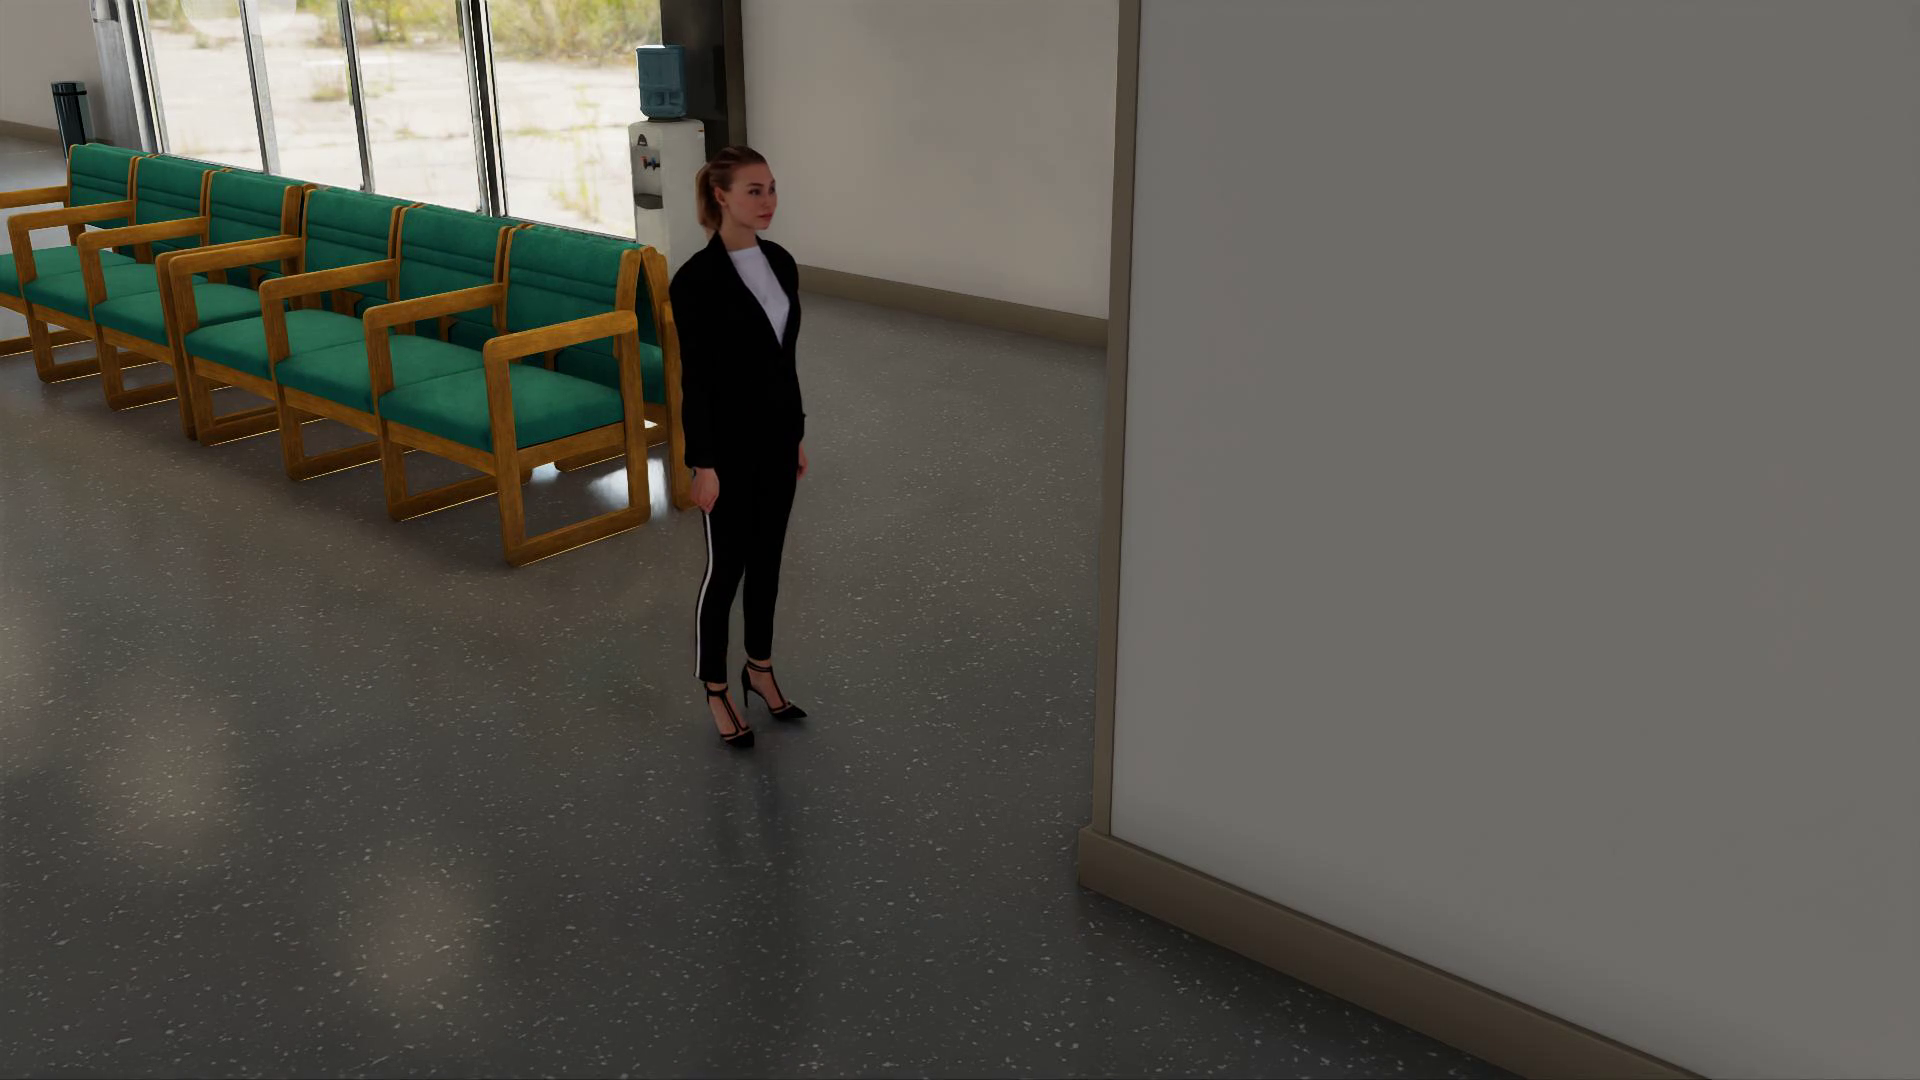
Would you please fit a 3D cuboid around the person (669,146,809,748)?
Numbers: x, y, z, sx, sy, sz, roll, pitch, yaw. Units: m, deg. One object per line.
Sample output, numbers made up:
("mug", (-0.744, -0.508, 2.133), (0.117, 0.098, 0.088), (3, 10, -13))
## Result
("person", (-0.605, -0.247, 4.690), (0.682, 1.705, 0.462), (15, 25, 34))
